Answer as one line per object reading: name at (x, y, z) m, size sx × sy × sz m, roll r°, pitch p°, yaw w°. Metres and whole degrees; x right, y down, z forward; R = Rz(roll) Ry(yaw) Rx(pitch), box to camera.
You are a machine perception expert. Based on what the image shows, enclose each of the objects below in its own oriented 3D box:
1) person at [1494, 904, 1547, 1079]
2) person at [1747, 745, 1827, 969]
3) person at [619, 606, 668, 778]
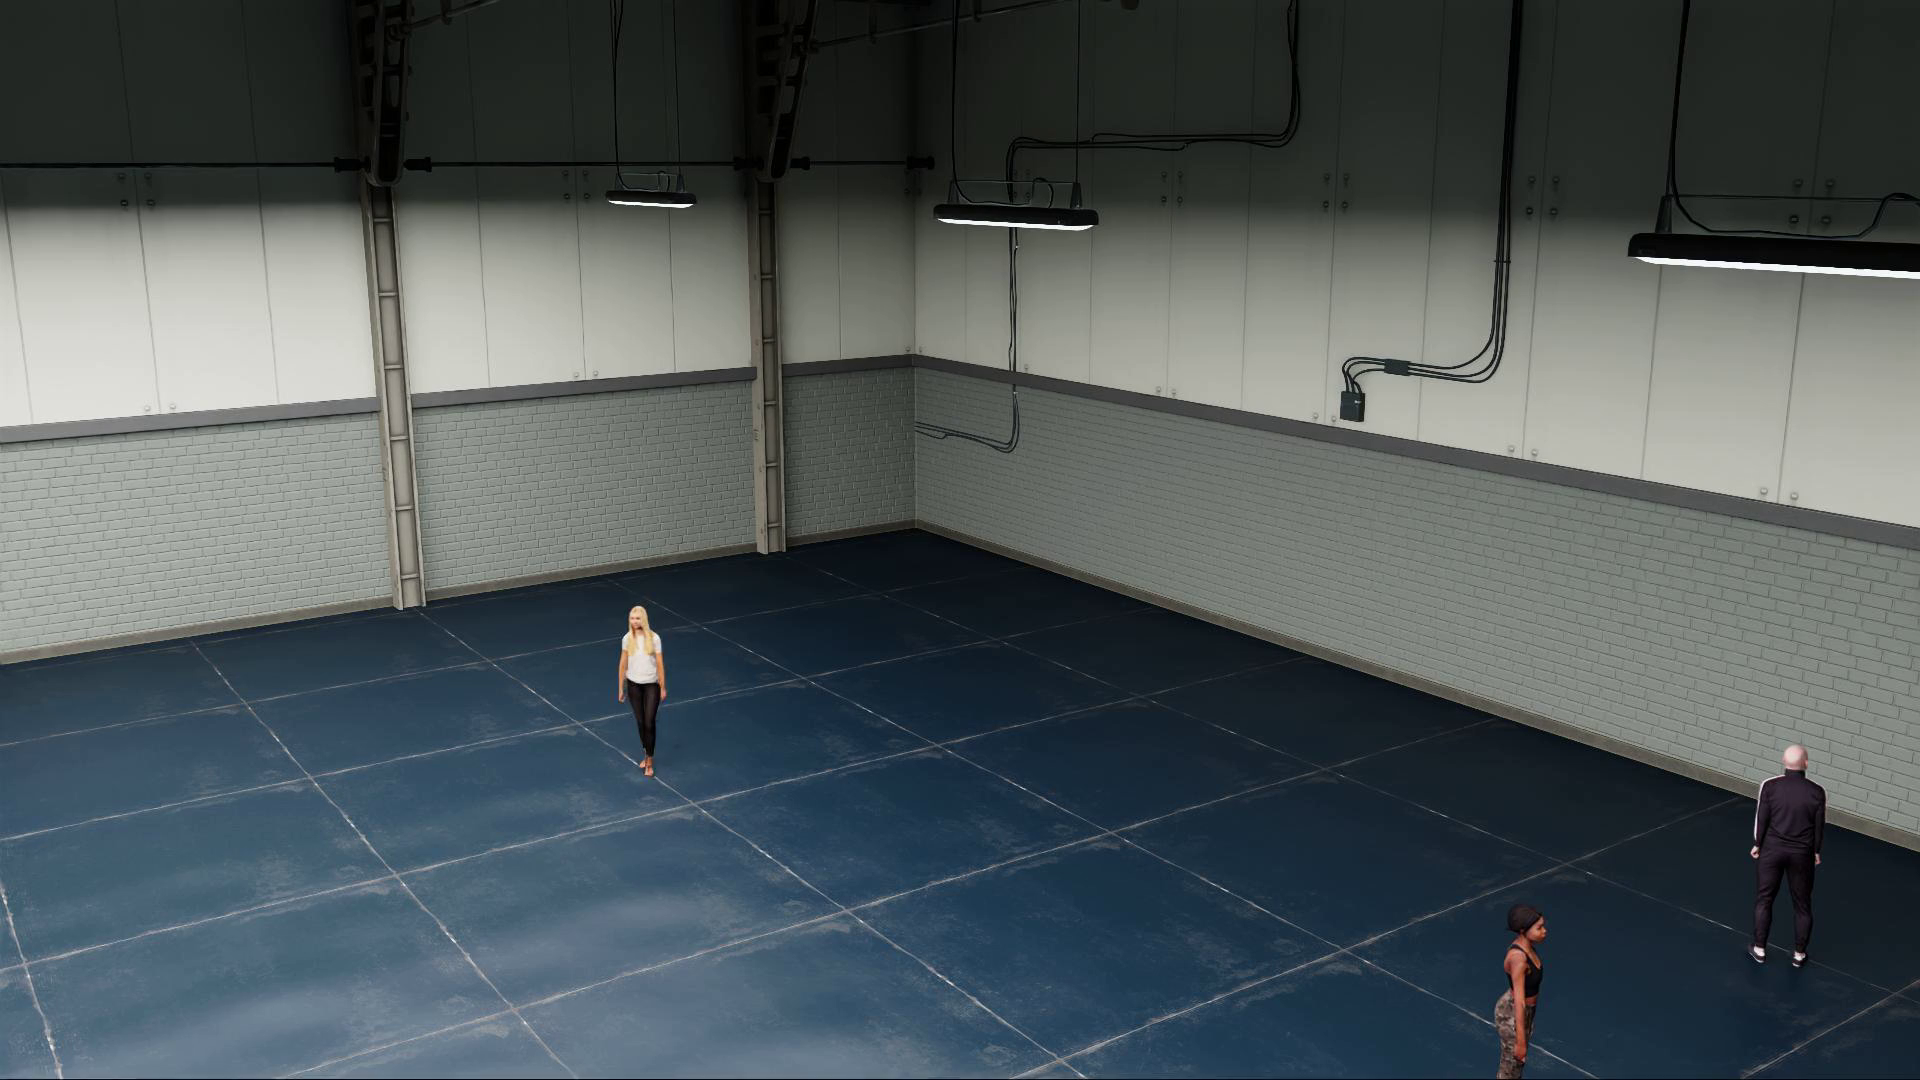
person at (3.669, 3.184, 10.956) m, size 0.723 × 1.700 × 0.624 m, roll 6°, pitch 14°, yaw 23°
person at (6.676, 2.545, 13.423) m, size 0.768 × 1.834 × 0.782 m, roll 5°, pitch 14°, yaw 20°
person at (-3.350, 1.561, 17.726) m, size 0.913 × 1.808 × 0.953 m, roll 1°, pitch 13°, yaw 4°
